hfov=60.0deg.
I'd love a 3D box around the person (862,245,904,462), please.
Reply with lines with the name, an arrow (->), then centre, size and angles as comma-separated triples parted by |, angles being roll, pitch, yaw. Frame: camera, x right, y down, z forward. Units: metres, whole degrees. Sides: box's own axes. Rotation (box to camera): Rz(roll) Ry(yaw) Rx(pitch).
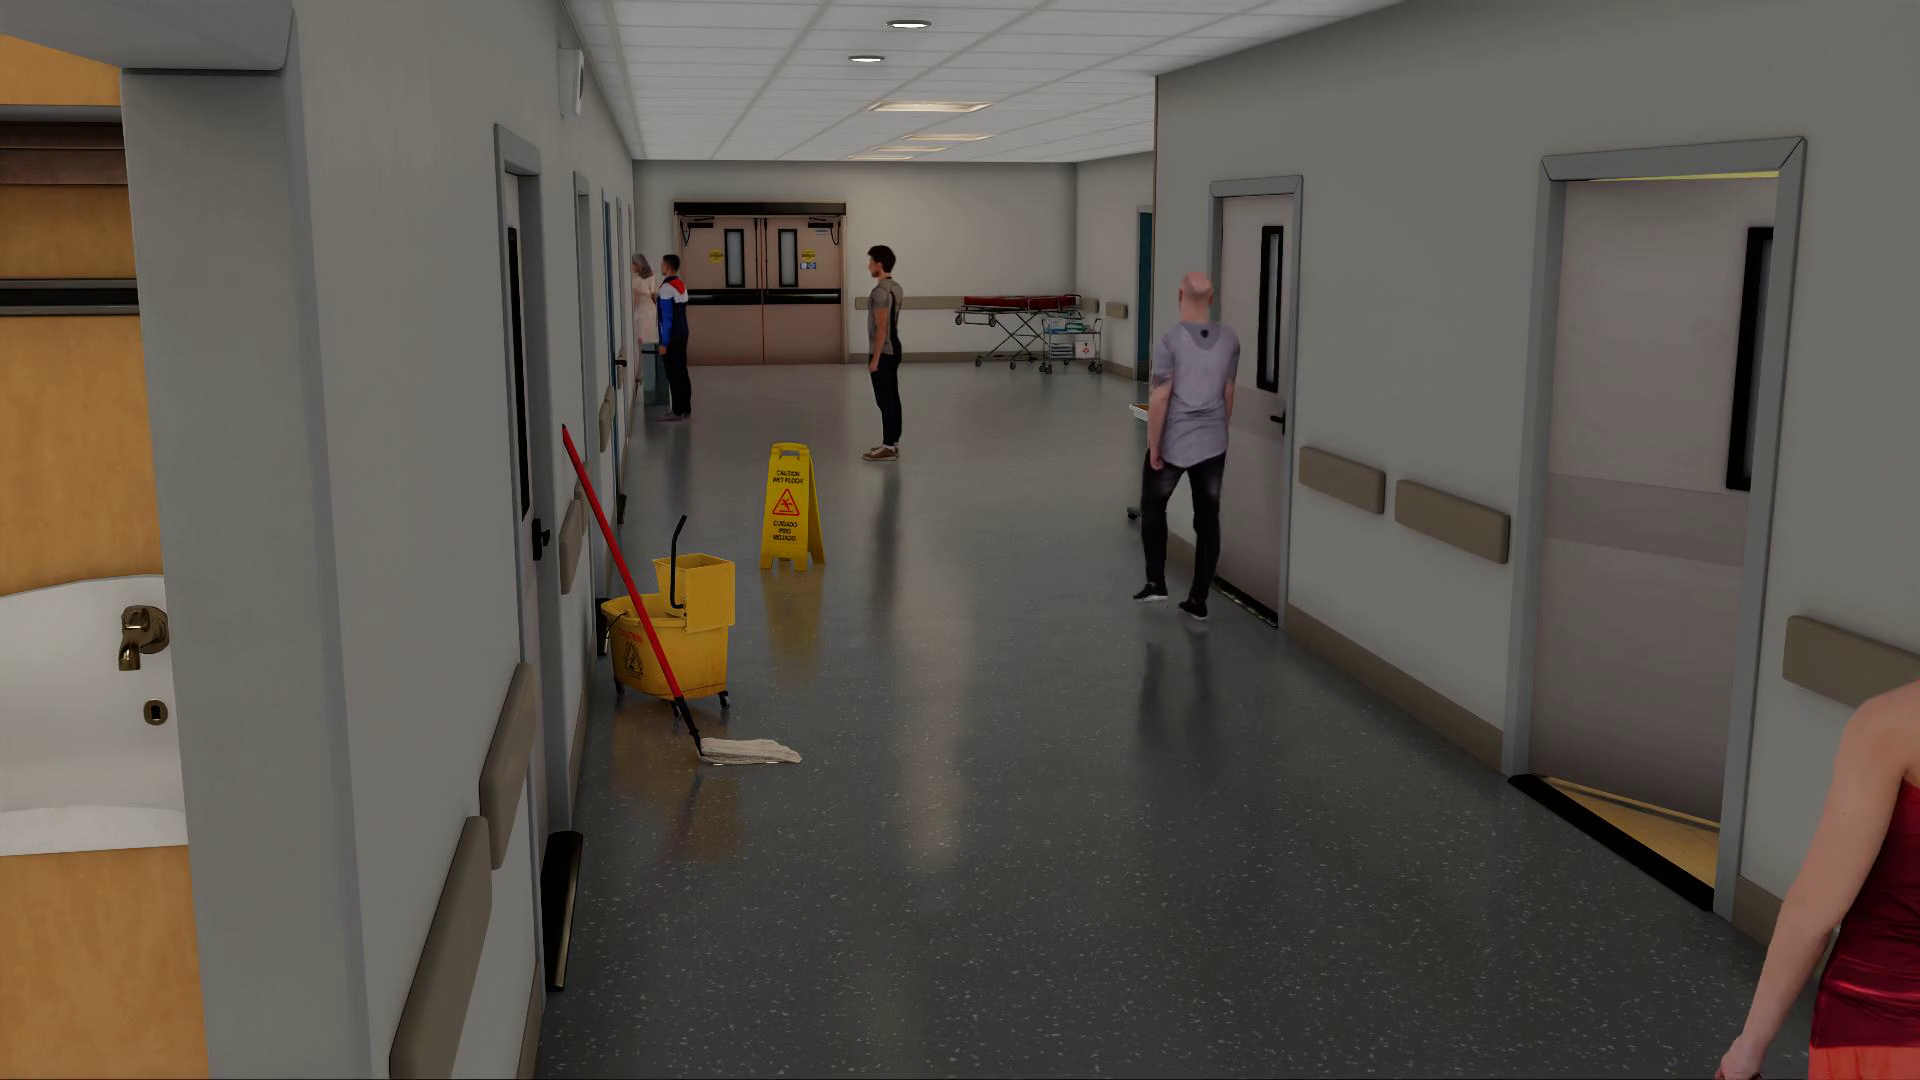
person -> -0.665, -1.658, 14.748 | 0.776, 1.889, 0.635 | 2, 11, 12

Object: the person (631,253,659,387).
person -> -3.867, -2.722, 20.866 | 1.002, 1.698, 0.986 | 6, 13, 31

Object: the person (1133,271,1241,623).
person -> 1.250, -0.469, 8.678 | 0.683, 1.815, 0.690 | -3, 11, -15

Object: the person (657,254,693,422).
person -> -3.045, -2.157, 17.730 | 0.776, 1.756, 0.645 | 3, 11, 16
